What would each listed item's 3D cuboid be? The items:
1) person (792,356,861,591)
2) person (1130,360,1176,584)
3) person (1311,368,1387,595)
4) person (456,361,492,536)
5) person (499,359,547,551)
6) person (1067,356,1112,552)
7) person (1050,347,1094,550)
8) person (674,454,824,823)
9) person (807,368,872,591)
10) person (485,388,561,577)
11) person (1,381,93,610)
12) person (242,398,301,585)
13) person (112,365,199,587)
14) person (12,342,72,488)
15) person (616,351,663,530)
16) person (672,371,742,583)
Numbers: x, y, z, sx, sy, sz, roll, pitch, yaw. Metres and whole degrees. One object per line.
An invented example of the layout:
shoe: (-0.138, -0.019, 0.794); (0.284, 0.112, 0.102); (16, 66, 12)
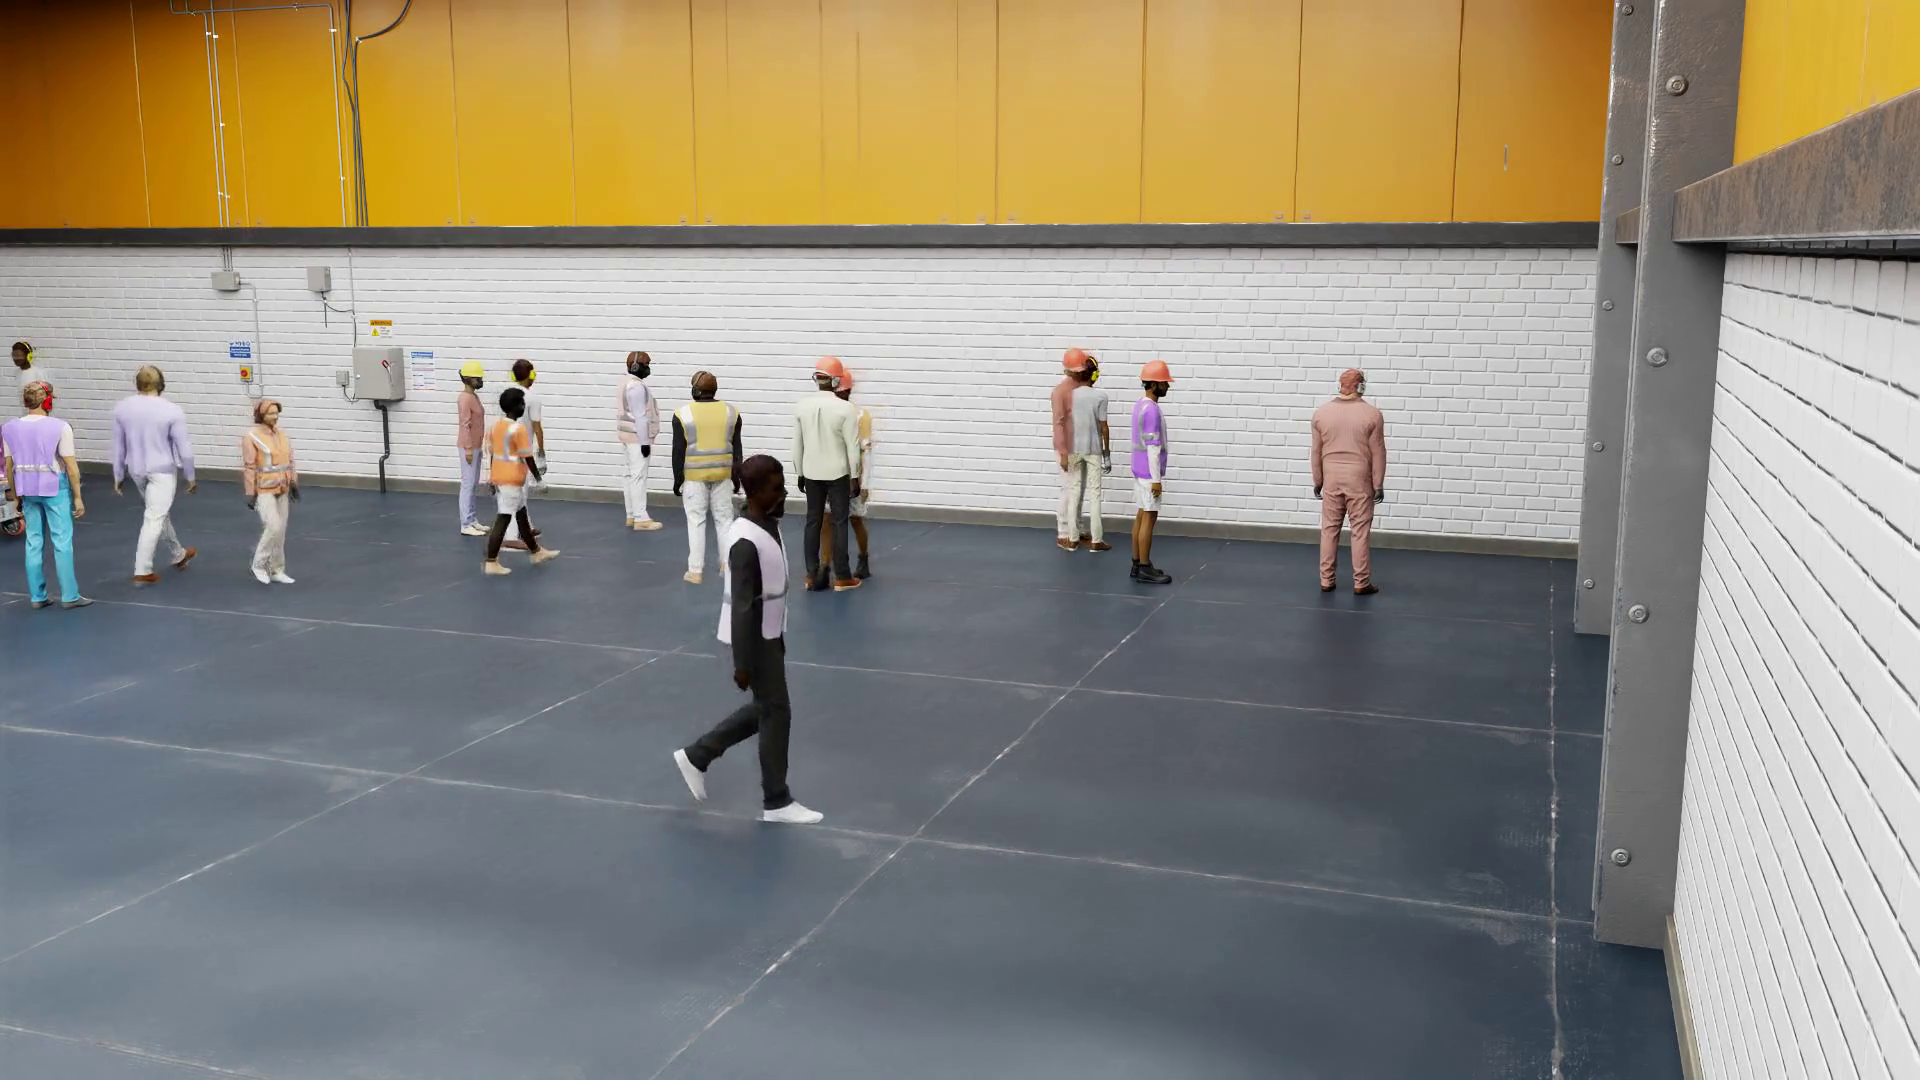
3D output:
person: (-1.114, -0.566, 14.140); (0.623, 1.989, 0.400); (5, 11, 24)
person: (1.673, -0.591, 14.440); (0.361, 1.935, 0.553); (-1, 10, -5)
person: (3.268, -0.487, 13.962); (0.639, 1.902, 0.407); (6, 12, 32)
person: (-4.917, -0.931, 16.843); (0.330, 1.765, 0.533); (-1, 10, -4)
person: (-4.254, -0.840, 16.173); (0.650, 1.814, 0.882); (5, 11, 27)
person: (1.211, -0.812, 15.902); (0.520, 1.862, 0.327); (5, 11, 27)
person: (1.149, -0.881, 16.053); (0.416, 1.957, 0.774); (8, 13, 37)
person: (-1.084, 0.501, 8.386); (0.696, 1.903, 0.594); (0, 10, 0)
person: (-1.005, -0.542, 14.306); (0.557, 1.895, 0.905); (4, 11, 20)
person: (-3.921, -0.522, 14.818); (0.837, 1.660, 0.549); (-7, 12, -36)
person: (-7.319, -0.345, 13.308); (0.571, 1.845, 0.382); (0, 10, 2)
person: (-5.909, -0.409, 14.309); (0.368, 1.626, 0.516); (3, 11, 18)
person: (-6.985, -0.579, 14.509); (0.650, 1.882, 1.041); (1, 10, 7)
person: (-10.856, -1.431, 19.557); (0.528, 1.808, 1.025); (4, 11, 20)
person: (-3.314, -1.027, 17.180); (0.430, 1.840, 0.621); (-4, 11, -23)
person: (-2.202, -0.547, 14.451); (0.633, 1.845, 0.429); (-5, 11, -25)
